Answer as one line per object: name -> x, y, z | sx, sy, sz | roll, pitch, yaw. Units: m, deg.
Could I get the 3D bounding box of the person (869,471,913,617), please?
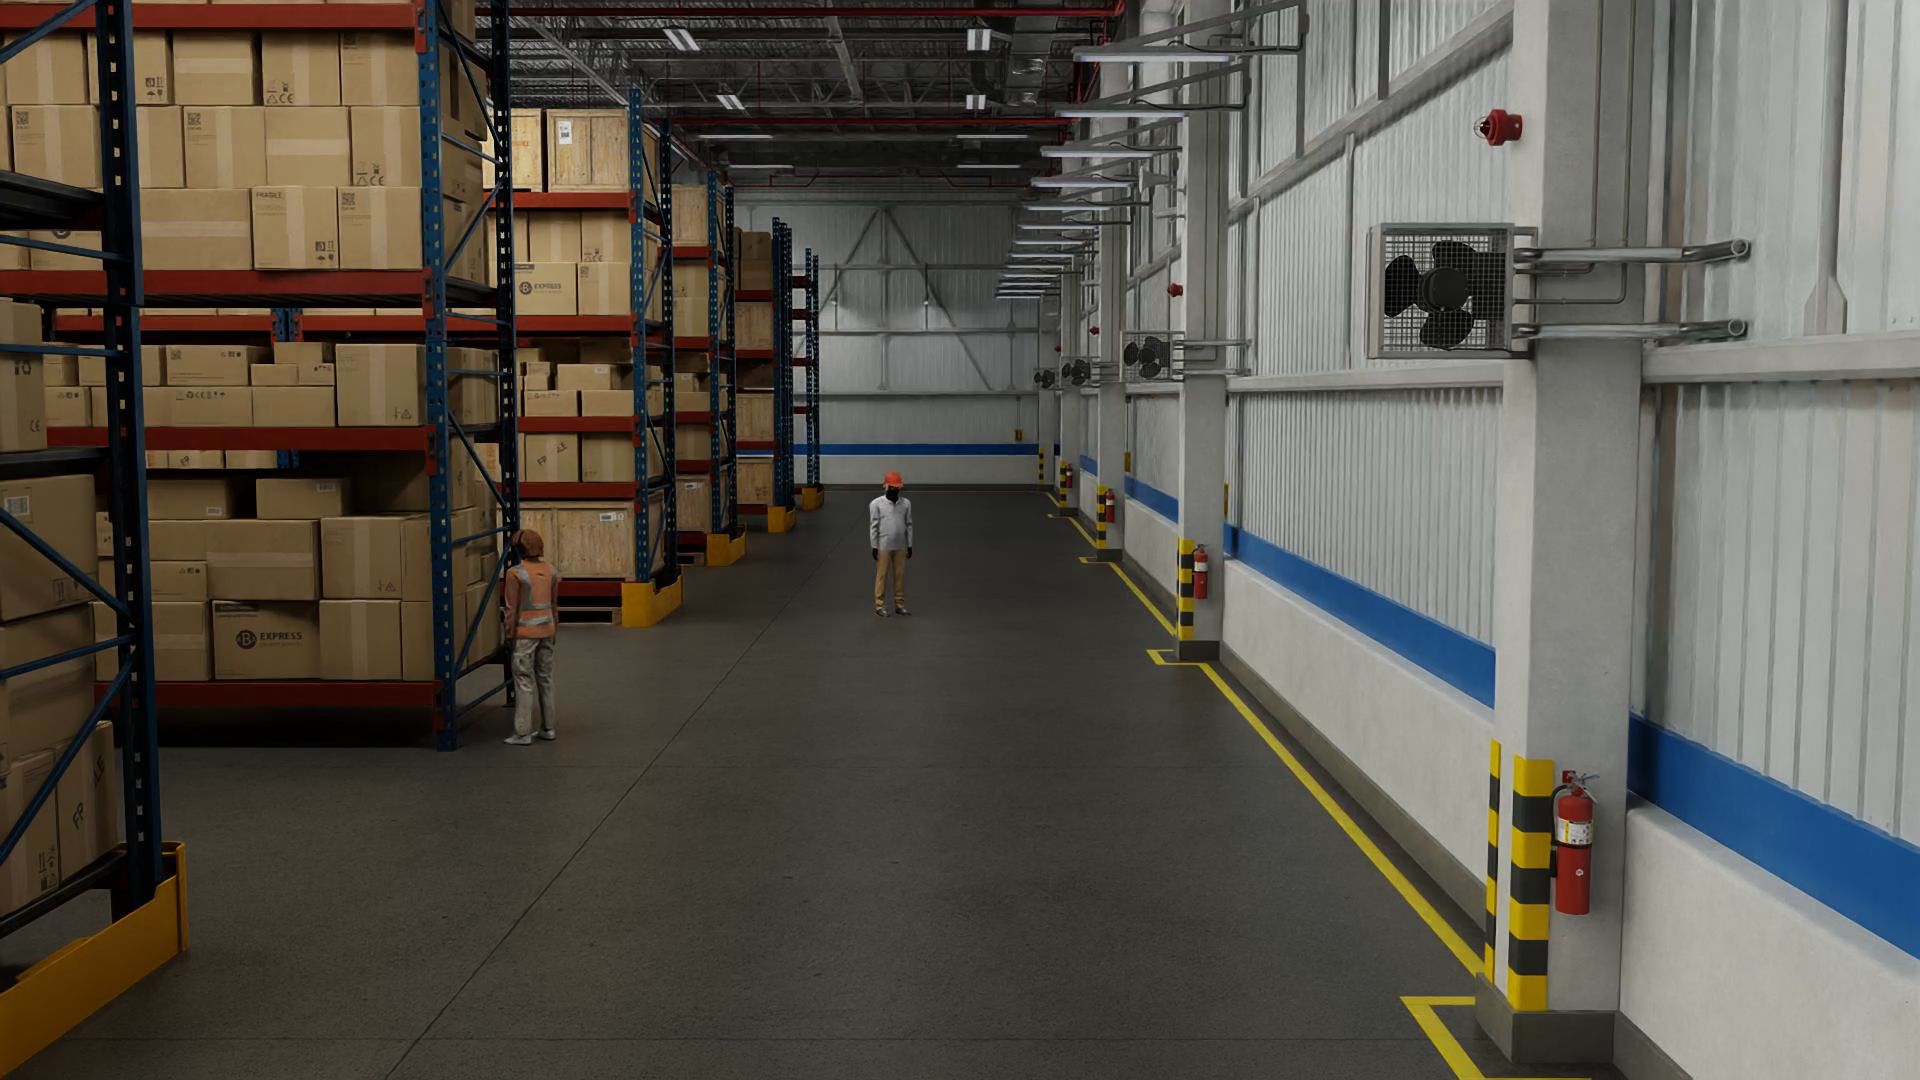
person -> -0.809, 0.050, 19.869 | 0.566, 1.744, 0.350 | -3, 6, -29

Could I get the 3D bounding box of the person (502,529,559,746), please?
person -> -3.235, 0.733, 12.581 | 0.314, 1.629, 0.527 | 3, 6, 31
